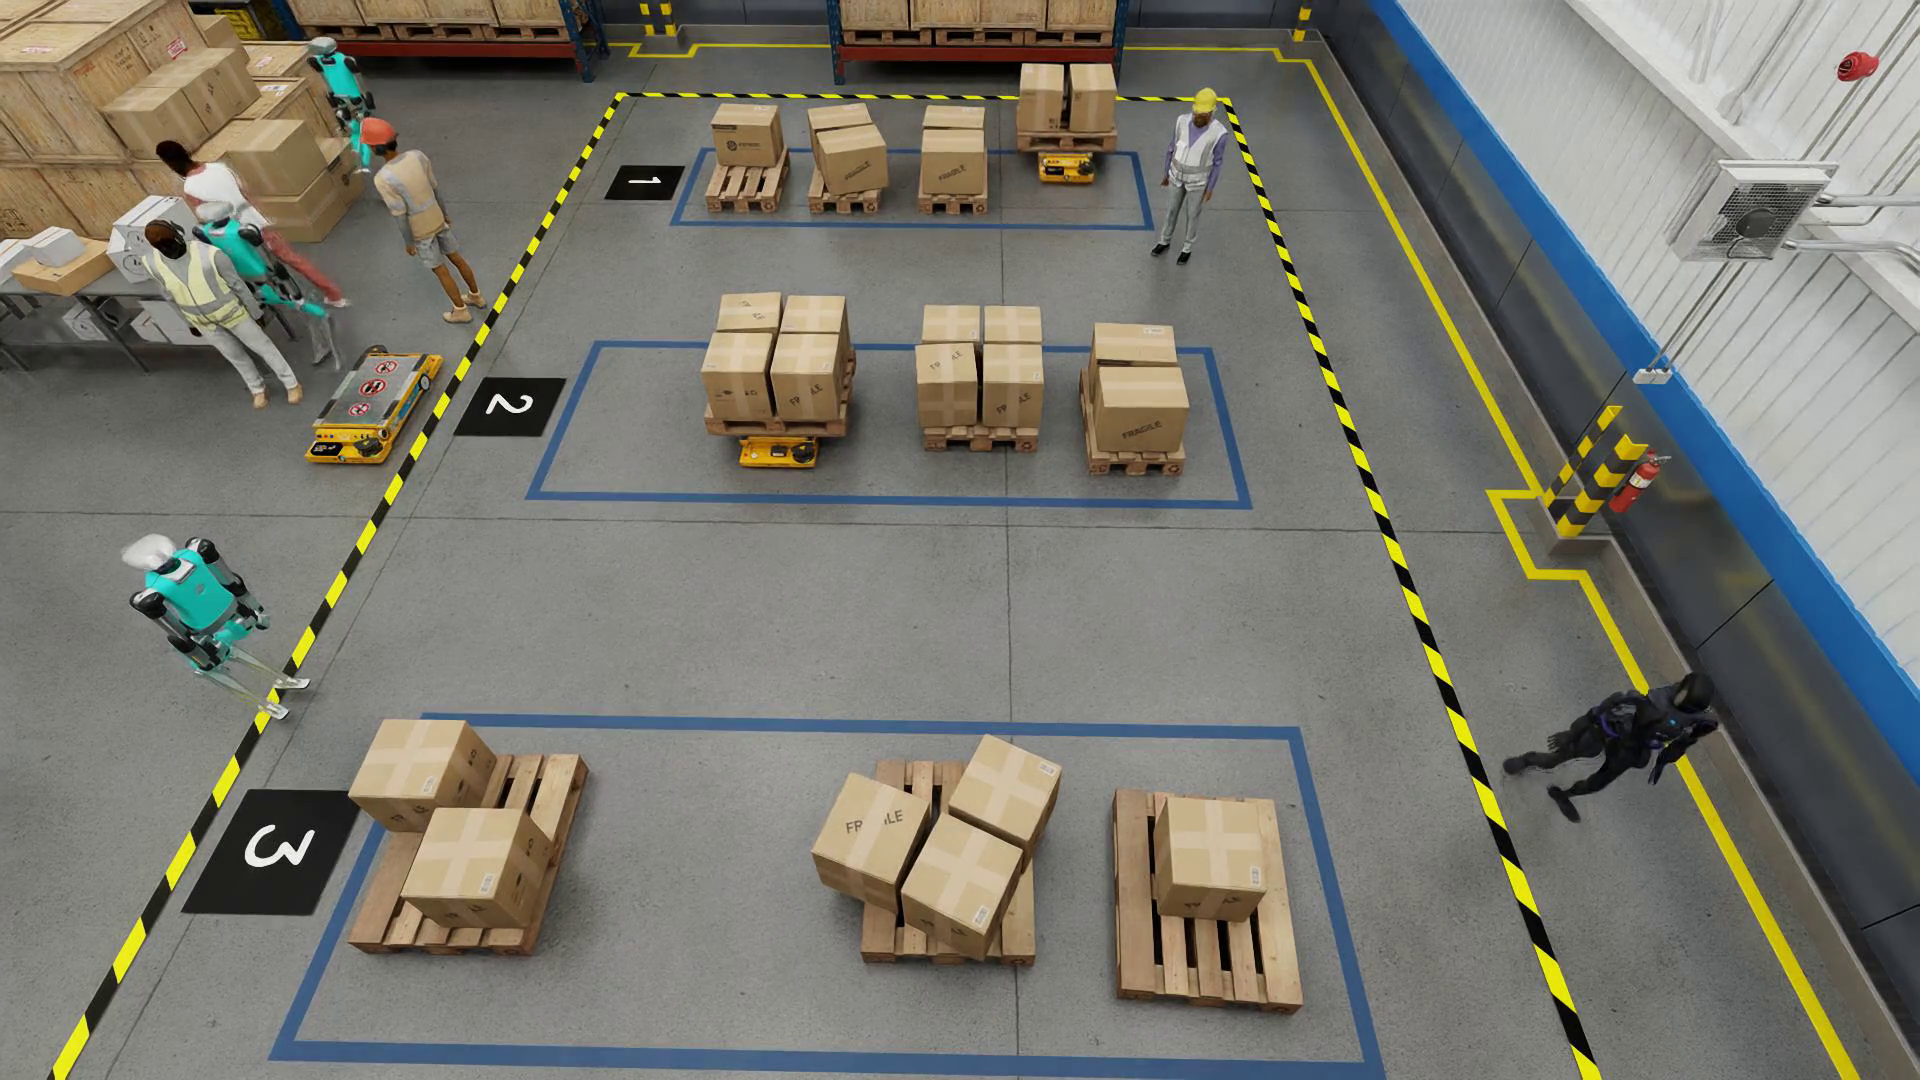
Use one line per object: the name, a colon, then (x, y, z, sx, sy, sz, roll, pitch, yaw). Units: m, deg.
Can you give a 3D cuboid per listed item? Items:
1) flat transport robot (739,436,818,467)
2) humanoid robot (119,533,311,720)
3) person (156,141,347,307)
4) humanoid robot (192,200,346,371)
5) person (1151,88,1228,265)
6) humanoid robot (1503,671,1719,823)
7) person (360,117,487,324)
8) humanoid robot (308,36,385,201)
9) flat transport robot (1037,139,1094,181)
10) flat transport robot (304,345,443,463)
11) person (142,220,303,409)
flat transport robot: (-1.582, -1.235, 8.394, 0.652, 0.197, 1.431, 1, 50, 1)
humanoid robot: (-4.849, 0.547, 5.856, 0.735, 1.674, 0.533, 9, 50, 8)
person: (-6.938, -2.986, 8.883, 1.150, 1.814, 0.602, 1, 50, 1)
humanoid robot: (-6.210, -2.370, 8.390, 0.531, 1.768, 0.692, 1, 50, 1)
person: (2.373, -3.754, 9.519, 0.599, 1.830, 0.404, 29, 56, 22)
humanoid robot: (3.910, 1.170, 5.459, 0.606, 1.645, 0.477, 16, 52, 13)
person: (-5.122, -3.008, 8.752, 0.377, 2.042, 0.607, 12, 51, 10)
humanoid robot: (-6.830, -4.567, 10.308, 0.540, 1.836, 0.747, 6, 50, 5)
flat transport robot: (1.306, -4.972, 11.556, 0.652, 0.197, 1.431, 1, 50, 1)
flat transport robot: (-5.383, -1.269, 8.441, 0.659, 0.231, 1.431, 1, 50, 1)
person: (-6.427, -1.943, 7.987, 0.623, 1.837, 0.430, -12, 51, -10)
